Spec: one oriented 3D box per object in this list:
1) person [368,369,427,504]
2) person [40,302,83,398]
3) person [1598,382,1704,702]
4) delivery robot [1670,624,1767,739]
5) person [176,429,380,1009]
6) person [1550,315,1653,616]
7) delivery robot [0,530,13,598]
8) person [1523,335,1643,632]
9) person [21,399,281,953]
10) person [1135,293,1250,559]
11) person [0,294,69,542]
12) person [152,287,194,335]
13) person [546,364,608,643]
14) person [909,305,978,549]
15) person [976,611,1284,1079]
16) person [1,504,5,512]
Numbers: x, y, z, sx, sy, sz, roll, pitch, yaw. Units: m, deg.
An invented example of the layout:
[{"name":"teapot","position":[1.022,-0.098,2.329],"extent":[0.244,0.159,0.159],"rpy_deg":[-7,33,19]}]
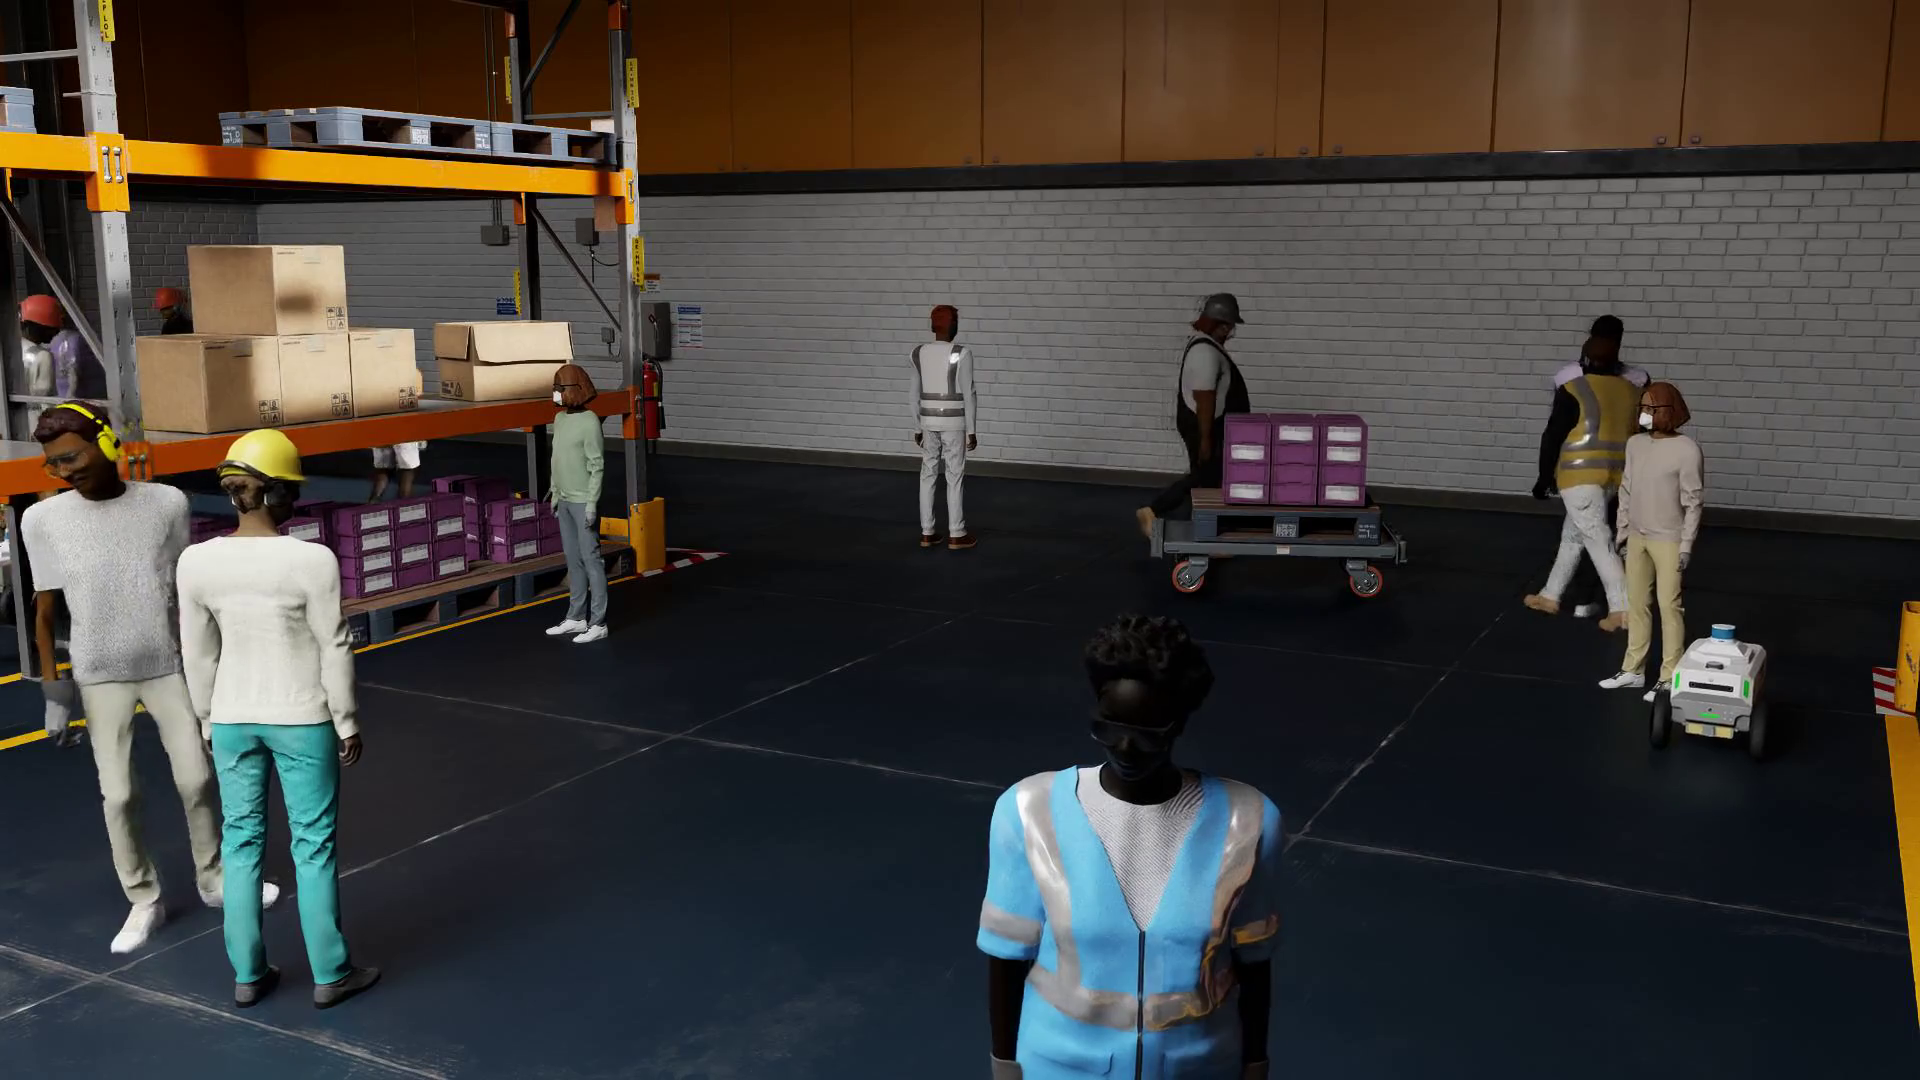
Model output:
[{"name":"person","position":[-4.537,-0.847,13.307],"extent":[0.536,1.688,0.421],"rpy_deg":[2,10,12]},{"name":"person","position":[-8.585,-1.390,15.940],"extent":[0.575,1.875,0.935],"rpy_deg":[2,10,12]},{"name":"person","position":[3.555,0.007,8.508],"extent":[0.271,1.632,0.503],"rpy_deg":[-4,11,-21]},{"name":"delivery robot","position":[3.531,0.634,7.729],"extent":[0.477,0.478,0.707],"rpy_deg":[6,11,30]},{"name":"person","position":[-2.058,0.548,5.024],"extent":[0.523,1.760,0.328],"rpy_deg":[1,10,6]},{"name":"person","position":[4.146,-0.487,10.660],"extent":[0.603,1.876,0.938],"rpy_deg":[8,13,40]},{"name":"delivery robot","position":[-5.899,0.171,10.413],"extent":[0.477,0.478,0.707],"rpy_deg":[2,10,13]},{"name":"person","position":[3.895,-0.359,10.208],"extent":[0.610,1.791,0.975],"rpy_deg":[-5,11,-26]},{"name":"person","position":[-2.664,0.439,5.451],"extent":[0.640,1.828,0.454],"rpy_deg":[-6,12,-33]},{"name":"person","position":[1.753,-0.857,12.338],"extent":[0.786,2.000,0.700],"rpy_deg":[1,10,6]},{"name":"person","position":[-6.527,-0.705,11.614],"extent":[0.637,1.998,0.622],"rpy_deg":[7,12,33]},{"name":"person","position":[-8.063,-1.677,17.400],"extent":[0.638,1.942,0.968],"rpy_deg":[7,12,37]},{"name":"person","position":[-2.264,-0.217,9.808],"extent":[0.285,1.633,0.500],"rpy_deg":[-9,13,-42]},{"name":"person","position":[-0.118,-0.869,12.867],"extent":[0.575,1.883,0.355],"rpy_deg":[6,11,29]},{"name":"person","position":[0.293,0.949,2.888],"extent":[0.530,1.691,0.321],"rpy_deg":[0,10,-1]},{"name":"person","position":[-7.142,-0.594,12.085],"extent":[0.818,1.608,0.527],"rpy_deg":[-9,13,-42]}]
